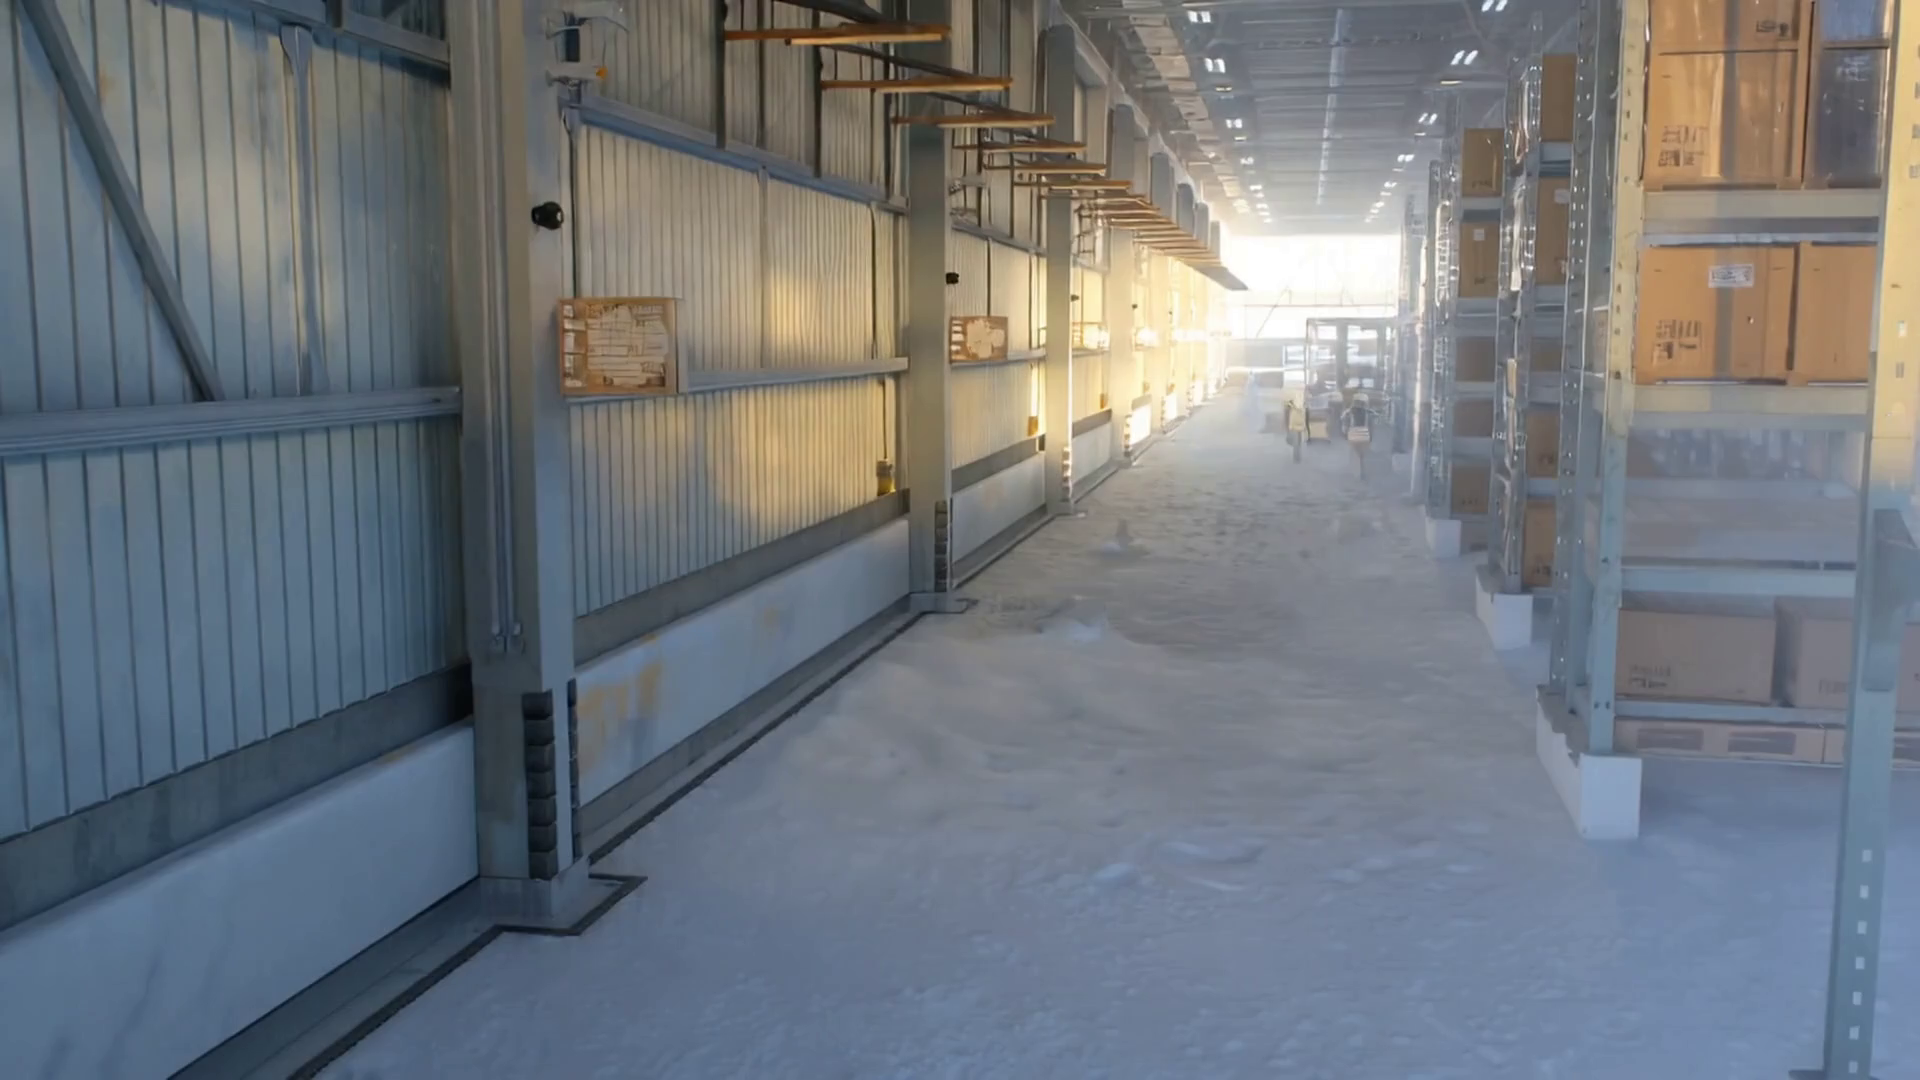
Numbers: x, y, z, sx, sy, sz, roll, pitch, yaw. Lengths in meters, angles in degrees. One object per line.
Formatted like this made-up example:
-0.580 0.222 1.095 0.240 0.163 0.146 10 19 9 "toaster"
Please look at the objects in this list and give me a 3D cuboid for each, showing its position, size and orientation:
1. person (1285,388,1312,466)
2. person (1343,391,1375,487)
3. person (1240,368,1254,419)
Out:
7.880 -2.657 38.883 0.621 1.820 0.841 -3 8 -20 "person"
7.988 -2.012 33.295 0.608 1.933 0.450 1 7 7 "person"
10.280 -5.226 59.352 0.374 1.840 0.568 -4 8 -30 "person"
